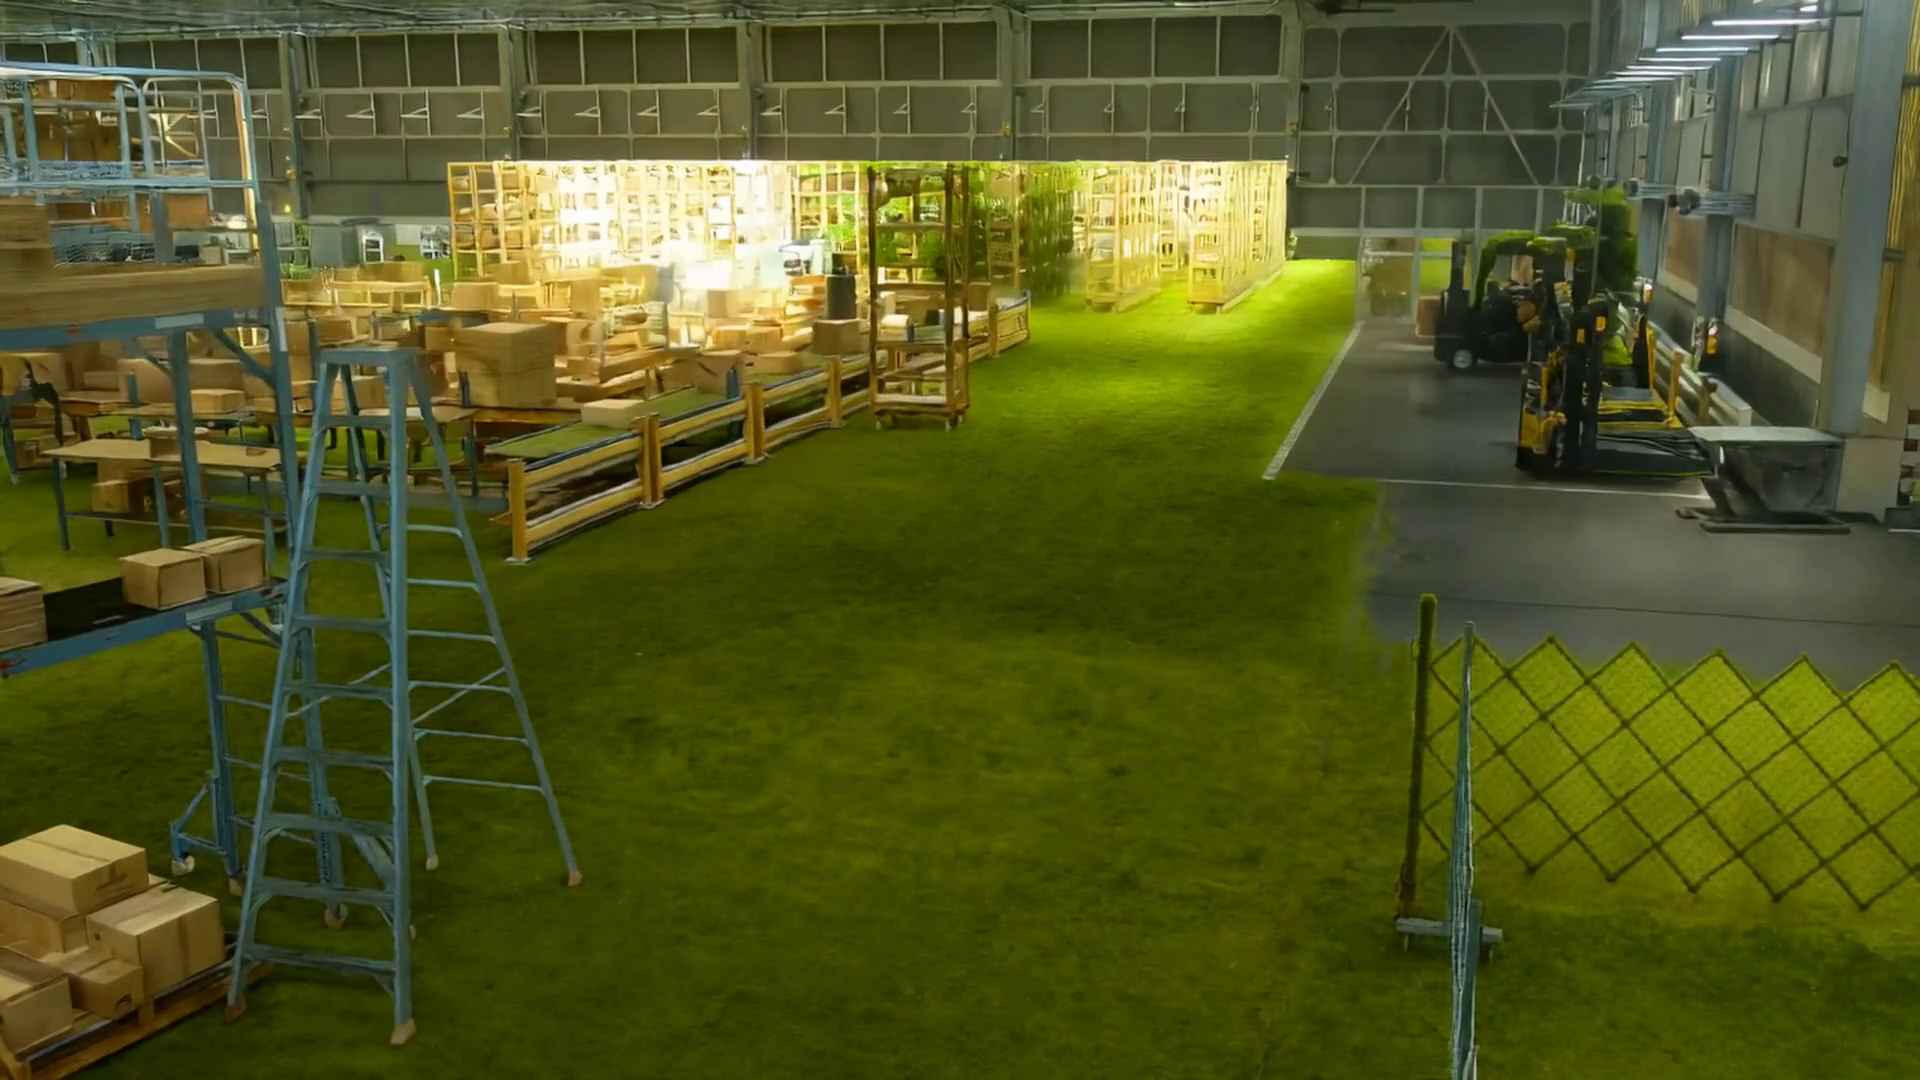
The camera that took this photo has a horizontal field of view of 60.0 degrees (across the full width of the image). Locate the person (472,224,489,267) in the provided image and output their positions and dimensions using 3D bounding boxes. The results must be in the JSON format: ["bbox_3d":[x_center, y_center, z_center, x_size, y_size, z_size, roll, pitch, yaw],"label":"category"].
[{"bbox_3d":[-14.605,-8.897,50.830,0.651,1.907,0.409,10,17,38],"label":"person"}]

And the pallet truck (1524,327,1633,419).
[{"bbox_3d":[9.065,-2.460,24.370,1.522,1.261,0.704,3,13,14],"label":"pallet truck"}]

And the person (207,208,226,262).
[{"bbox_3d":[-26.245,-10.735,58.720,0.620,1.934,0.496,-4,14,-17],"label":"person"}]

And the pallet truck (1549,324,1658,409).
[{"bbox_3d":[9.824,-2.669,25.407,1.601,1.201,0.680,4,14,16],"label":"pallet truck"}]

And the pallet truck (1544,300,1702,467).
[{"bbox_3d":[8.263,-1.952,20.631,1.885,1.965,0.823,5,14,20],"label":"pallet truck"}]

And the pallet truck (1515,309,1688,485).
[{"bbox_3d":[7.554,-1.677,19.446,1.885,1.965,0.823,3,13,14],"label":"pallet truck"}]

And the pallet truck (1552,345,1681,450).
[{"bbox_3d":[8.641,-1.896,21.908,1.630,1.274,0.653,4,14,16],"label":"pallet truck"}]

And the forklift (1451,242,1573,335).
[{"bbox_3d":[10.464,-4.597,31.405,2.680,1.987,1.157,4,14,16],"label":"forklift"}]

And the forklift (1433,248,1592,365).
[{"bbox_3d":[9.780,-4.111,29.280,2.680,1.987,1.157,3,13,14],"label":"forklift"}]

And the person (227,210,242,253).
[{"bbox_3d":[-27.623,-11.682,63.253,0.413,1.719,0.484,4,14,18],"label":"person"}]

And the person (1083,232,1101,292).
[{"bbox_3d":[3.752,-7.854,46.565,0.676,1.804,0.655,10,16,37],"label":"person"}]

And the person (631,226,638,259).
[{"bbox_3d":[-10.099,-9.212,52.044,0.715,1.974,0.623,-1,13,-3],"label":"person"}]

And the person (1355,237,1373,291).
[{"bbox_3d":[9.808,-6.445,40.405,0.403,1.827,0.600,11,17,40],"label":"person"}]
